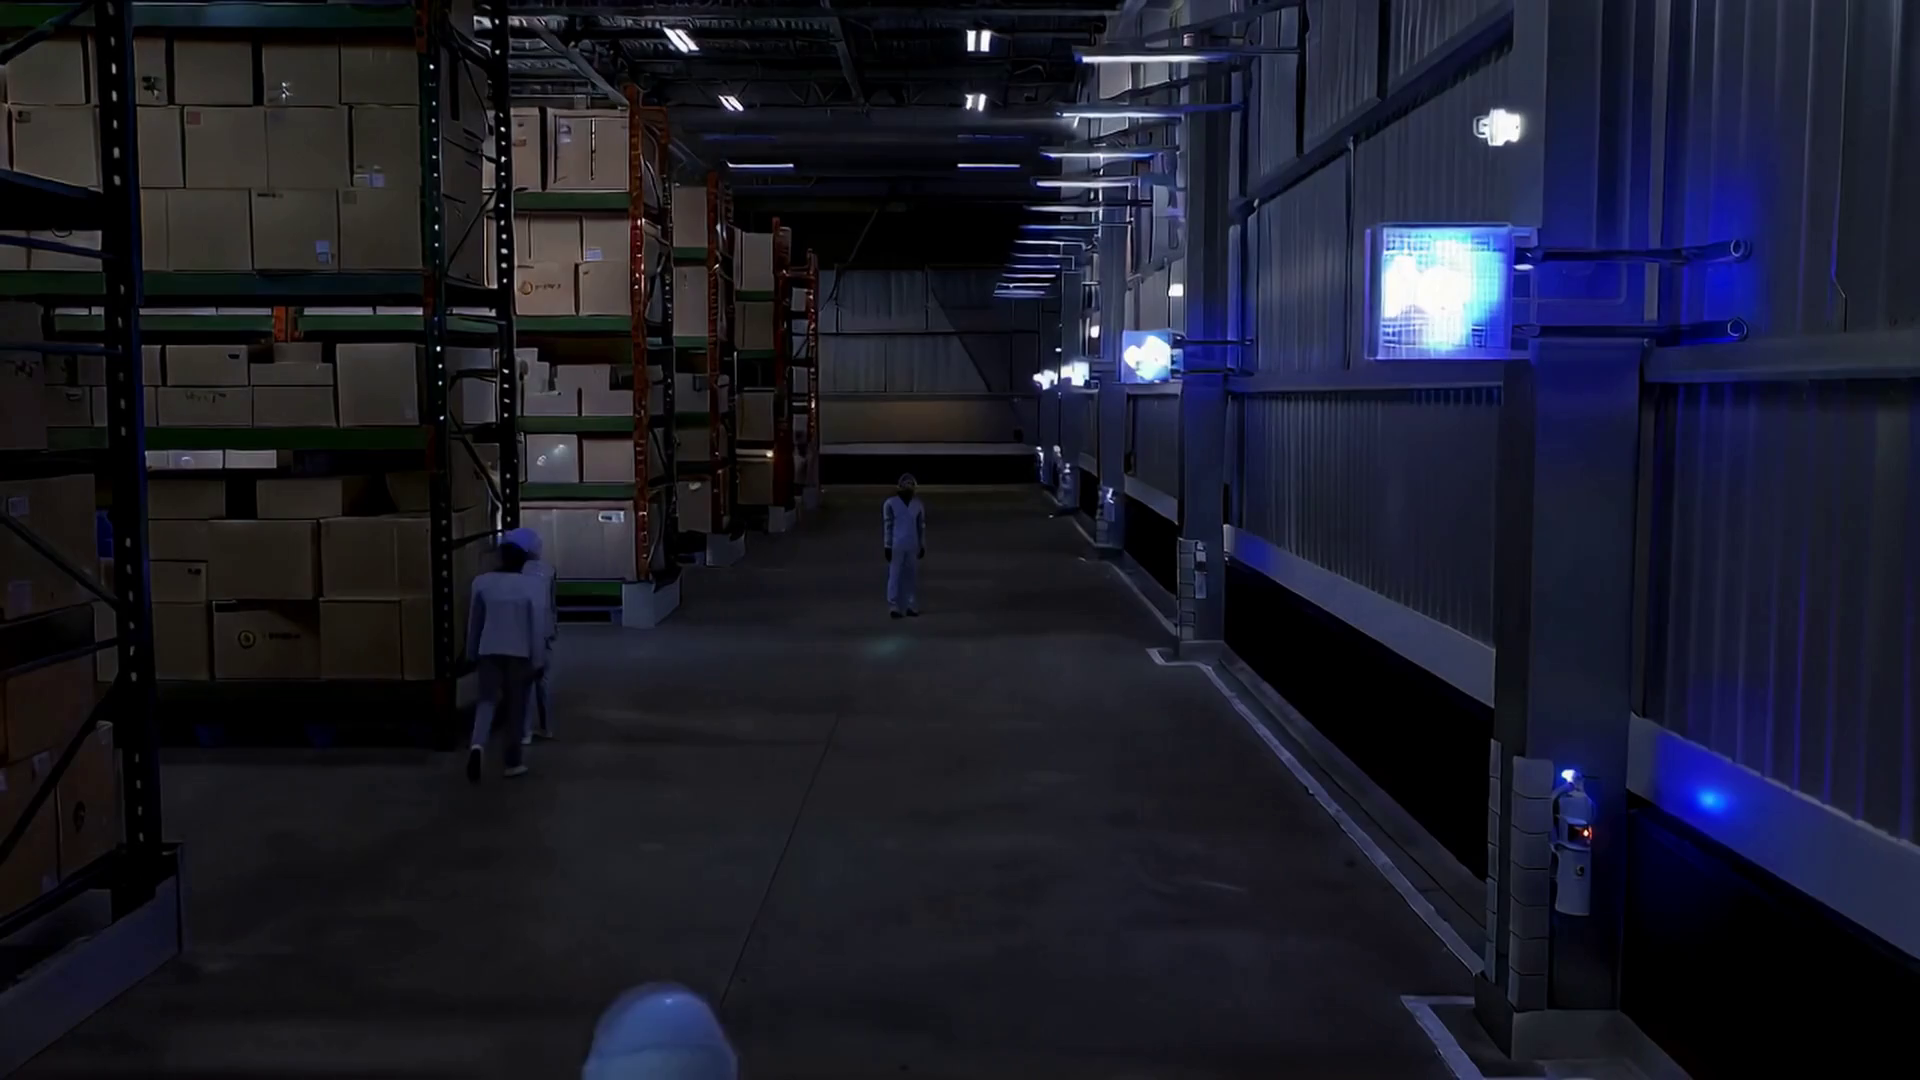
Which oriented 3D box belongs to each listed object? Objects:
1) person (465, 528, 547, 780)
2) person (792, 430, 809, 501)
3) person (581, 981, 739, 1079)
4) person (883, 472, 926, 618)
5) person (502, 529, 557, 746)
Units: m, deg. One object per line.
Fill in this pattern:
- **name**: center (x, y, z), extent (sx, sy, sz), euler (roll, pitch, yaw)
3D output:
- **person**: center (-3.093, 0.791, 11.247), extent (0.571, 1.729, 0.630), euler (0, 5, 4)
- **person**: center (-3.934, -1.856, 41.683), extent (0.848, 1.821, 0.576), euler (3, 6, 34)
- **person**: center (-0.473, 1.525, 2.445), extent (0.627, 1.788, 0.968), euler (-2, 5, -25)
- **person**: center (-0.643, 0.055, 19.829), extent (0.563, 1.743, 0.350), euler (-3, 6, -32)
- **person**: center (-3.245, 0.732, 12.583), extent (0.315, 1.631, 0.524), euler (3, 6, 29)
